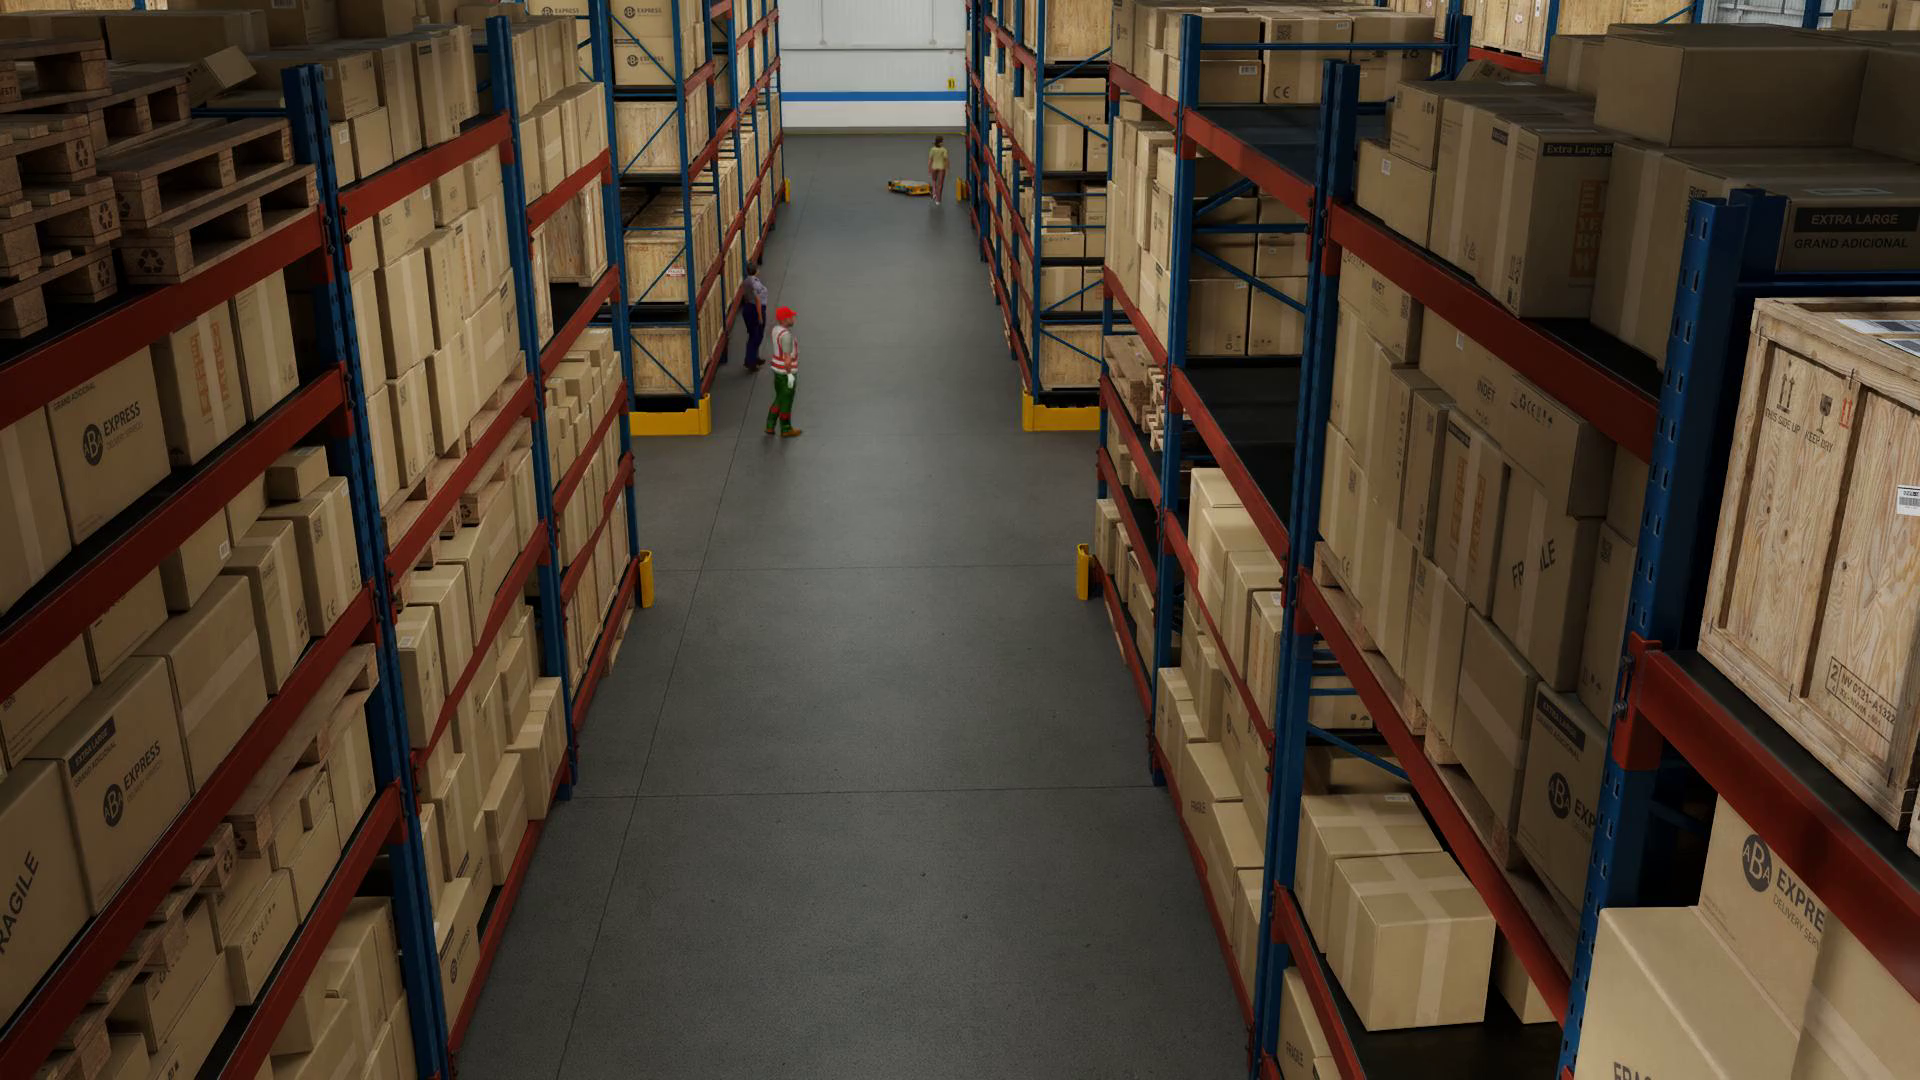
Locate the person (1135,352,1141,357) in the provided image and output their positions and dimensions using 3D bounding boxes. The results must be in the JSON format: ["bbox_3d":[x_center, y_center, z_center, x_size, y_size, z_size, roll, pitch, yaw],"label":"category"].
[{"bbox_3d":[2.405,-1.945,21.944,0.408,1.602,0.333,-6,21,-16],"label":"person"}]

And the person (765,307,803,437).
[{"bbox_3d":[-2.429,-2.275,22.538,0.522,1.792,0.557,-11,23,-28],"label":"person"}]

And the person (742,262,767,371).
[{"bbox_3d":[-3.242,-3.503,26.087,0.511,1.684,0.507,-12,24,-30],"label":"person"}]

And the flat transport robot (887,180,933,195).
[{"bbox_3d":[-1.262,-9.170,43.269,0.659,0.235,1.431,-13,24,-31],"label":"flat transport robot"}]

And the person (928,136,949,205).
[{"bbox_3d":[-0.515,-9.135,41.045,0.500,1.670,0.500,4,21,11],"label":"person"}]
